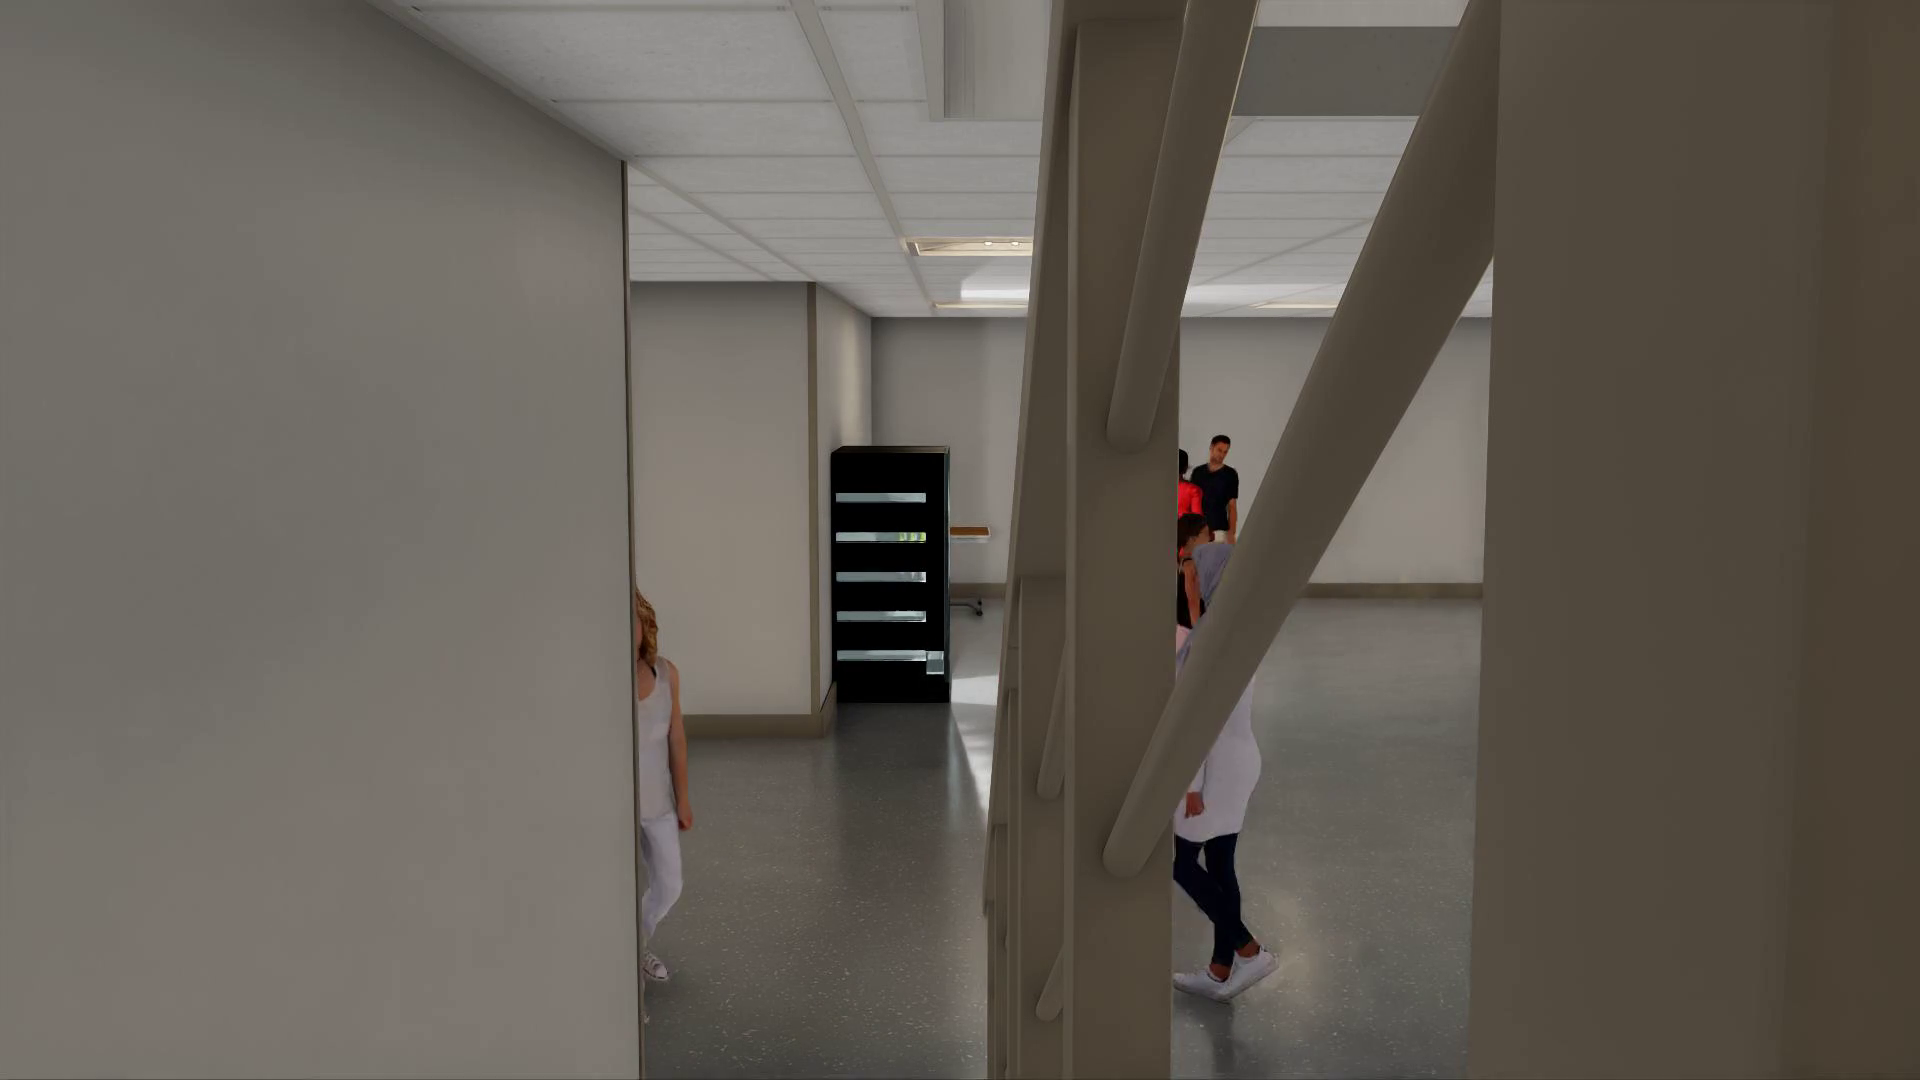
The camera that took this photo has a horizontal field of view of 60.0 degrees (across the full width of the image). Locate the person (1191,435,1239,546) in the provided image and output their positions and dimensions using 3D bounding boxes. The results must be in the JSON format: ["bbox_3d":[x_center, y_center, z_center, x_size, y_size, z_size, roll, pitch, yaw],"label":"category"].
[{"bbox_3d":[2.332,-0.062,15.592,0.868,1.808,0.908,-6,8,-44],"label":"person"}]

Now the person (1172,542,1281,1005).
[{"bbox_3d":[1.054,0.897,6.261,0.860,1.767,0.806,4,7,37],"label":"person"}]

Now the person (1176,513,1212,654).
[{"bbox_3d":[1.349,0.613,10.186,0.620,1.547,0.747,0,6,-5],"label":"person"}]
